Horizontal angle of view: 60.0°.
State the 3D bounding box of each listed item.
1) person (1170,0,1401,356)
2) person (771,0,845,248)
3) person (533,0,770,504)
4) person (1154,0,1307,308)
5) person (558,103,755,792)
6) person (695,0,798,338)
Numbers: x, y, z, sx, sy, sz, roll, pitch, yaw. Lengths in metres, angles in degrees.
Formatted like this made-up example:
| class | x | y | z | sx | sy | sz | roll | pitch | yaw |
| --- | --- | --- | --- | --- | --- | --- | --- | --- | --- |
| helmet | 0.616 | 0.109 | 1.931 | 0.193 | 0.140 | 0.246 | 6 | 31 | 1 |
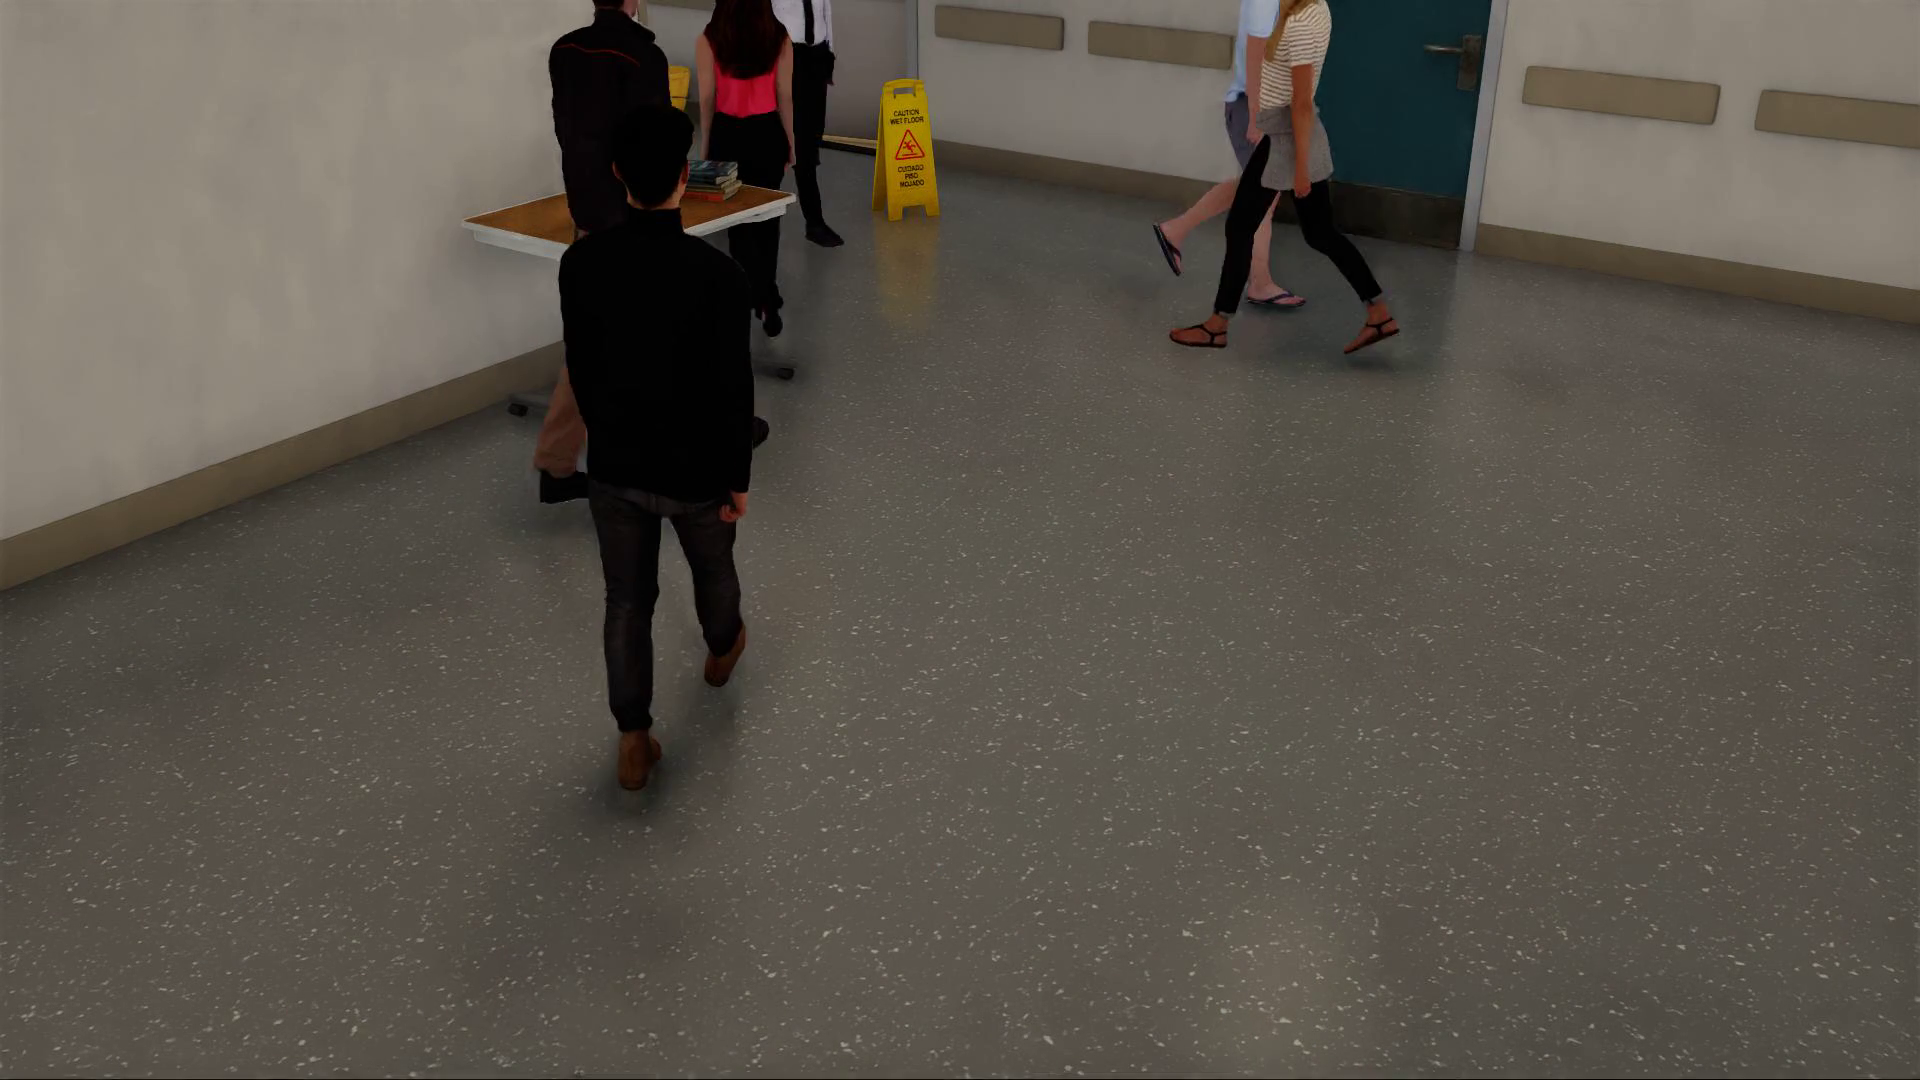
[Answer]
| class | x | y | z | sx | sy | sz | roll | pitch | yaw |
| --- | --- | --- | --- | --- | --- | --- | --- | --- | --- |
| person | 1.509 | -1.603 | 7.001 | 1.257 | 1.777 | 0.784 | 9 | 27 | 17 |
| person | -0.918 | -2.512 | 8.848 | 0.843 | 1.809 | 1.200 | -20 | 32 | -36 |
| person | -1.204 | -0.991 | 5.620 | 1.154 | 1.874 | 0.769 | 17 | 30 | 31 |
| person | 1.301 | -1.987 | 7.757 | 1.088 | 1.811 | 0.841 | 7 | 27 | 15 |
| person | -0.773 | -0.180 | 4.154 | 1.143 | 1.685 | 1.083 | 2 | 26 | 3 |
| person | -0.910 | -1.665 | 7.298 | 0.918 | 1.631 | 1.112 | -11 | 28 | -21 |
